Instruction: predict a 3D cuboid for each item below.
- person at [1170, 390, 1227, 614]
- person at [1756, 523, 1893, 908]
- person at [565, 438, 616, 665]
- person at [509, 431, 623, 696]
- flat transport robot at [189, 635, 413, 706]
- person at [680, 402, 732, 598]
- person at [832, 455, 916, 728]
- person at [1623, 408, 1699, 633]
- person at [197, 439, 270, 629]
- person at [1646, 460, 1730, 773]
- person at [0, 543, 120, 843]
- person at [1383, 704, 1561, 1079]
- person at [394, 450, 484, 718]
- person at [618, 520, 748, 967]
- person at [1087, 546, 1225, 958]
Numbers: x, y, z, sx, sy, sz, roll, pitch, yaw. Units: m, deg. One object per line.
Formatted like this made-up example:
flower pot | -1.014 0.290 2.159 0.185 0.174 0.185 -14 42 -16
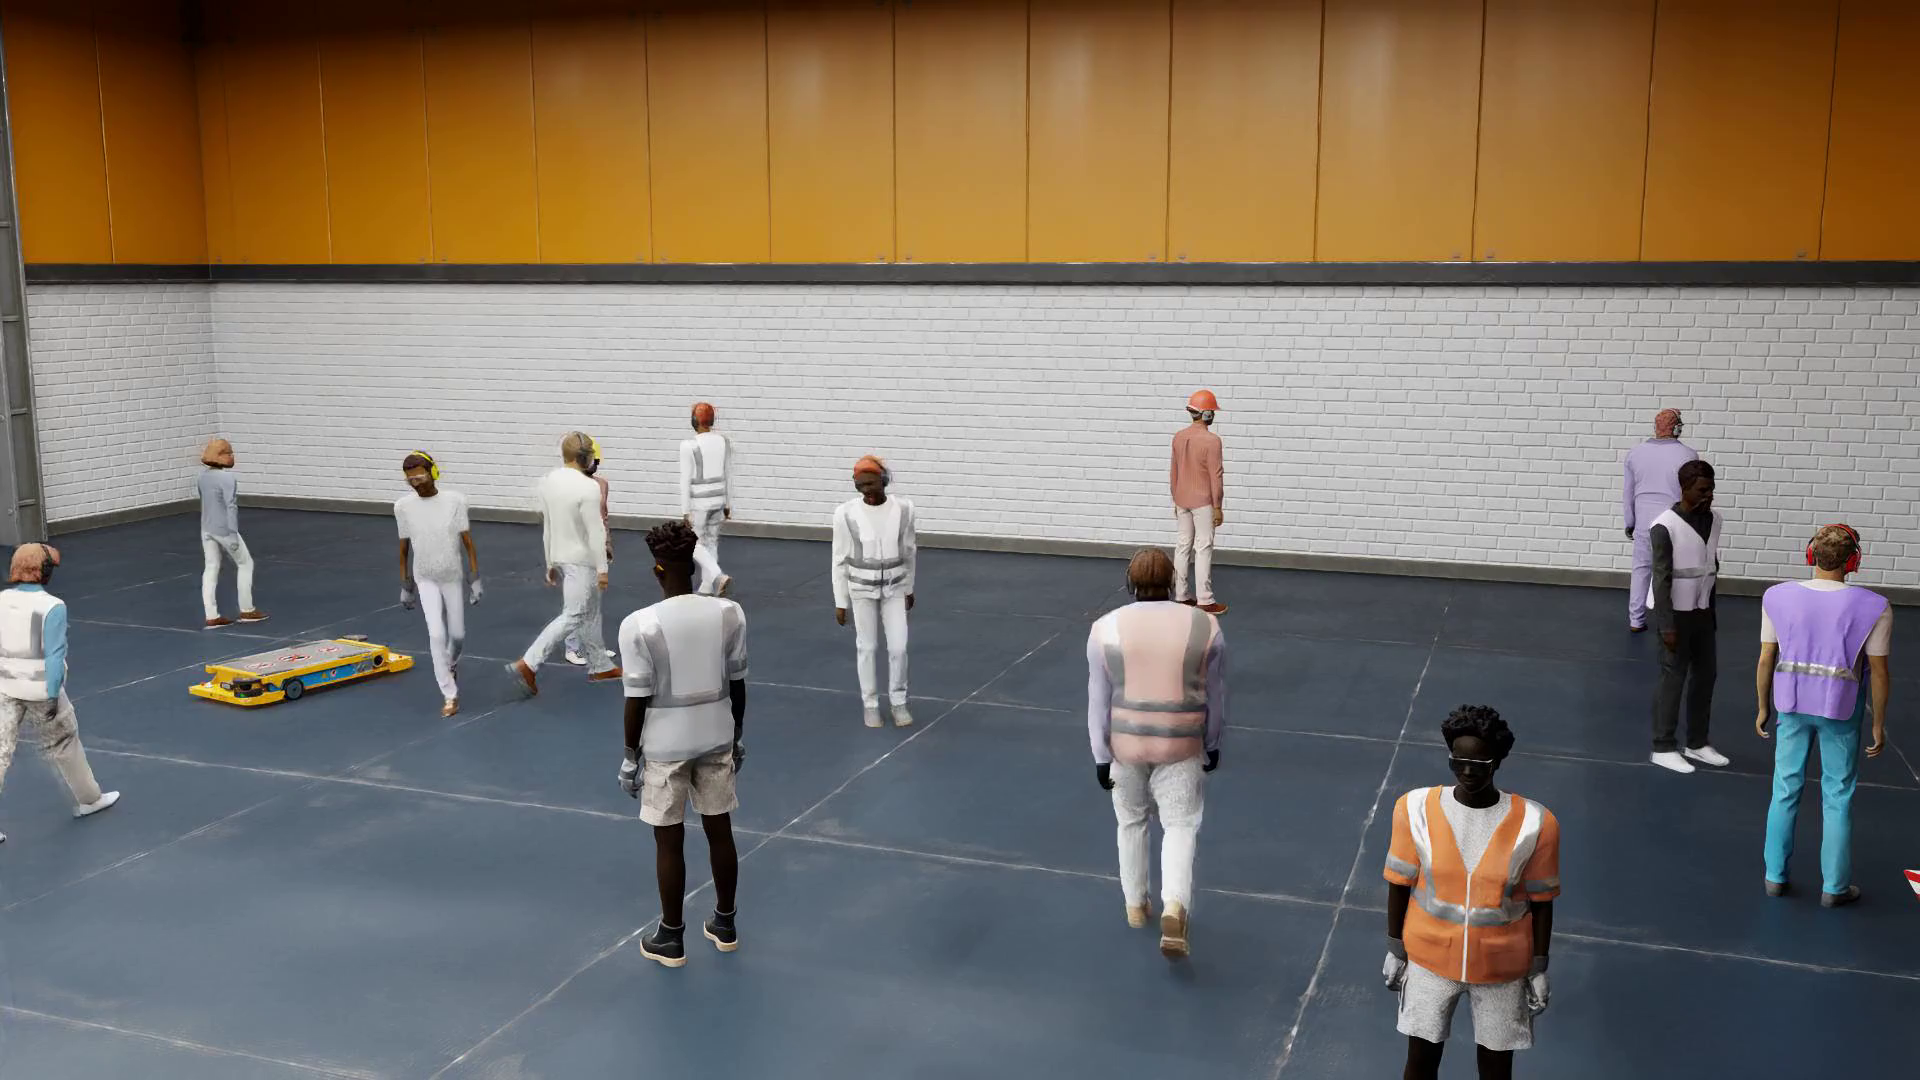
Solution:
person | 2.125 -0.337 14.796 0.390 1.995 0.613 -6 11 -33
person | 4.116 0.838 7.969 0.570 1.844 0.379 7 12 37
person | -2.890 0.079 12.934 0.326 1.765 0.533 5 11 31
person | -2.830 0.165 11.986 0.960 1.907 0.634 -8 12 -41
flat transport robot | -4.814 0.941 12.206 0.652 0.197 1.431 6 11 32
person | -2.273 -0.320 15.098 0.582 1.866 0.618 -9 13 -44
person | -0.572 0.348 10.998 0.596 1.844 0.517 -3 10 -16
person | 5.865 -0.144 13.876 0.402 1.911 0.638 -8 12 -41
person | -6.255 -0.068 14.281 0.529 1.607 0.645 5 11 31
person | 4.431 0.456 10.156 0.644 1.907 0.459 -6 11 -31
person | -5.007 0.810 8.953 0.523 1.584 0.898 2 9 15
person | 1.612 1.344 5.294 0.540 1.695 0.317 3 10 20
person | -3.610 0.266 11.574 0.573 1.827 0.751 -3 10 -16
person | -1.213 0.889 7.307 0.603 1.959 0.372 -6 11 -35
person | 0.871 0.937 7.456 0.617 1.822 0.797 1 9 9
